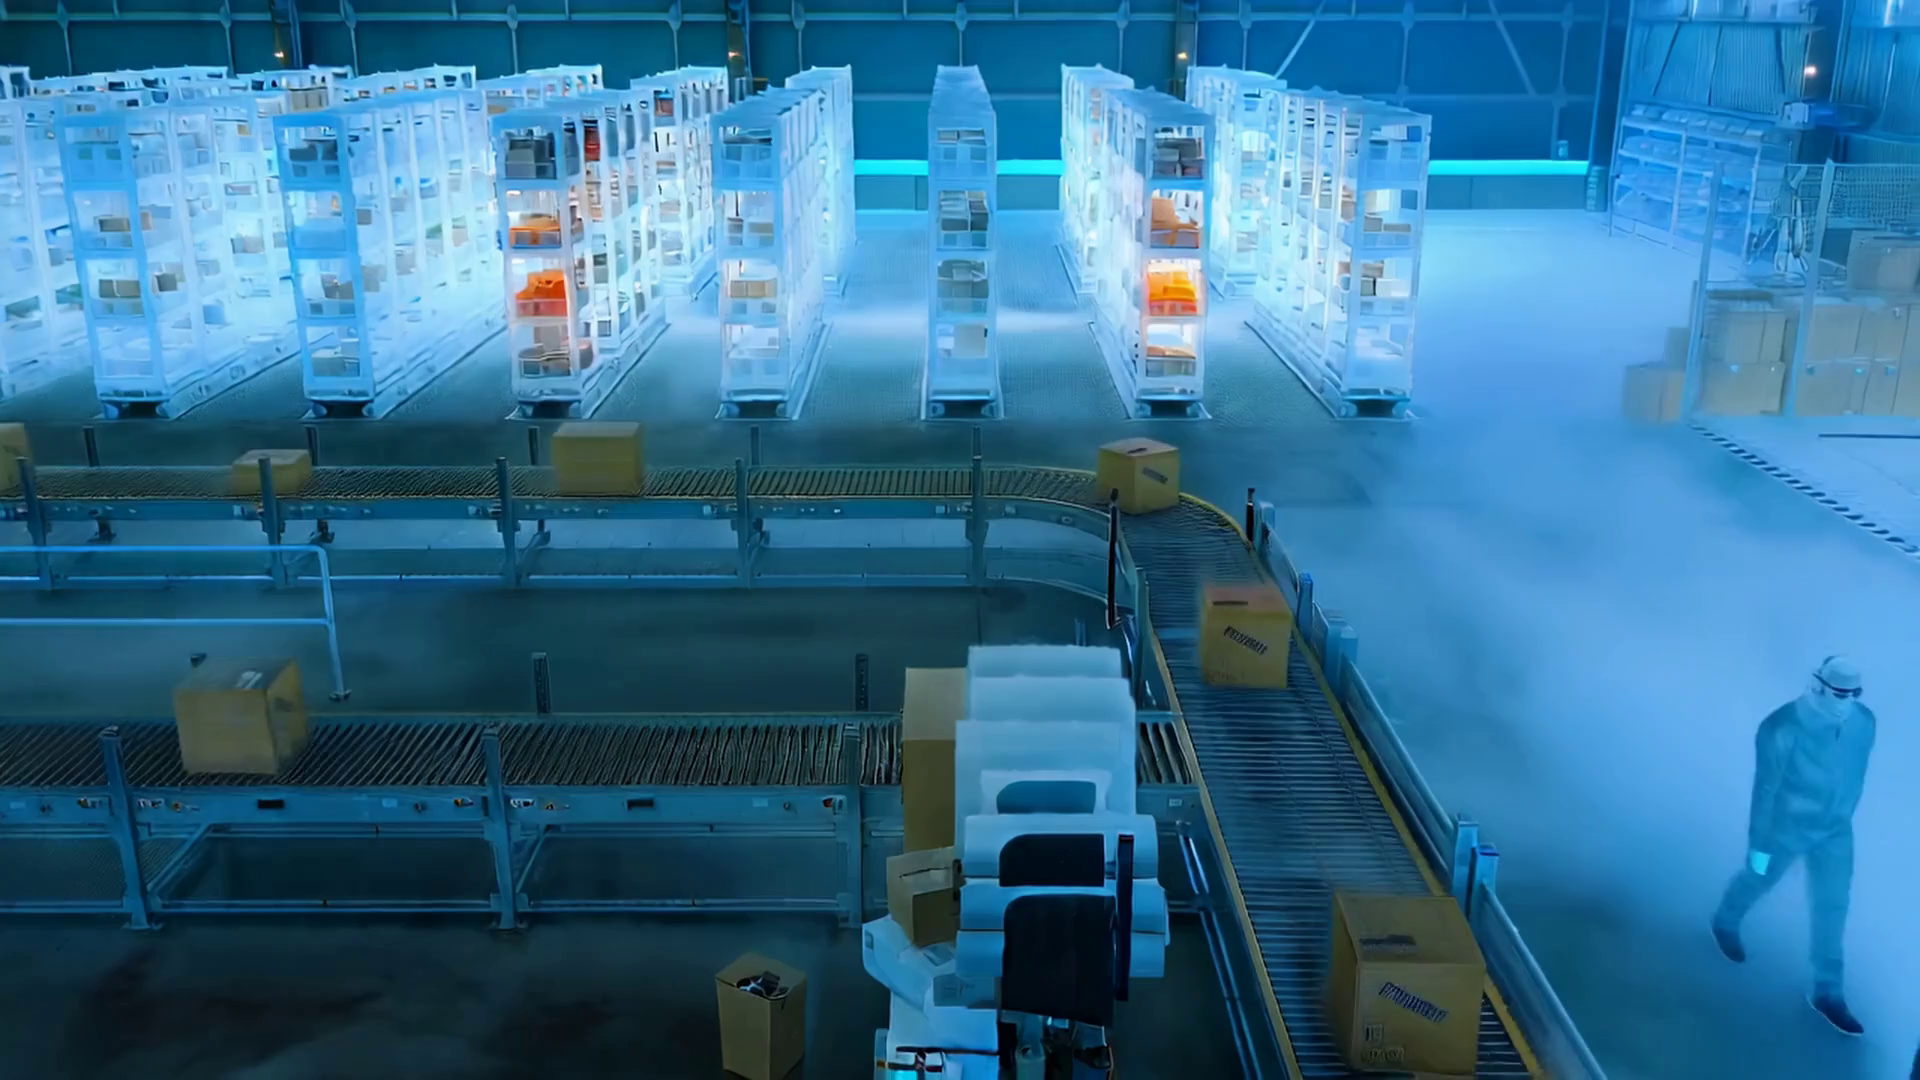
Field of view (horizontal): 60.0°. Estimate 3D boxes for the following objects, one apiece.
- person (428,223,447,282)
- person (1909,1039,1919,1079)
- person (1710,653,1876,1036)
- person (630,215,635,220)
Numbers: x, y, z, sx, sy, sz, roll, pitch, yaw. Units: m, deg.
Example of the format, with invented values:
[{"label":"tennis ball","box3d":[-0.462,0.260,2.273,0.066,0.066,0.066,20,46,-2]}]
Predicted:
[{"label":"person","box3d":[-8.595,-4.866,27.688,0.600,1.816,0.612,1,18,2]},{"label":"person","box3d":[3.396,2.151,5.747,0.634,2.021,0.577,-12,21,-32]},{"label":"person","box3d":[4.196,1.413,8.302,0.662,1.859,1.004,-3,18,-9]},{"label":"person","box3d":[-5.957,-5.317,29.111,0.590,1.795,0.976,-2,18,-7]}]
